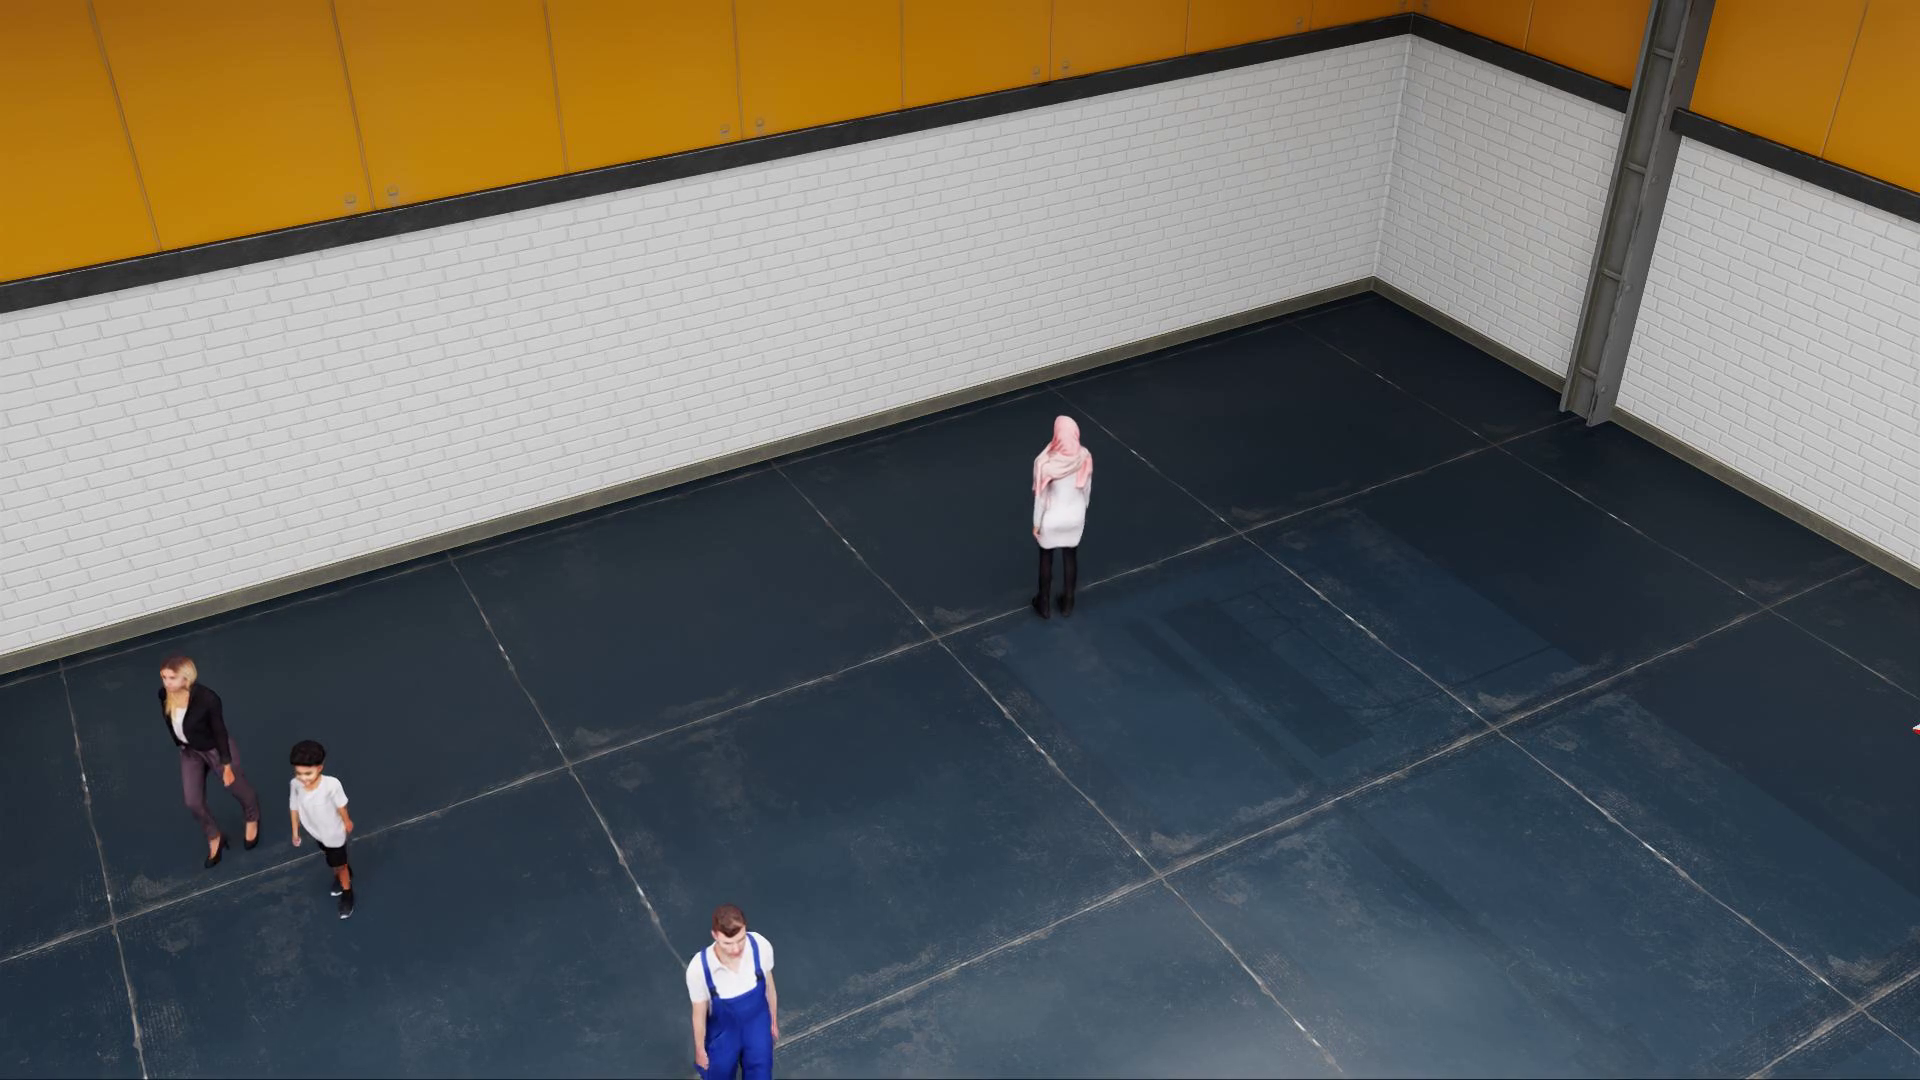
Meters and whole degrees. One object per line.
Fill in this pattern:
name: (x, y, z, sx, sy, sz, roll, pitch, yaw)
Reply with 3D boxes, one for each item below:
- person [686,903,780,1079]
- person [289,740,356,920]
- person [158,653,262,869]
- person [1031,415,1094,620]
person: (-1.202, 2.533, 8.759, 0.638, 1.834, 1.049, -17, 37, -24)
person: (-3.993, 1.729, 10.501, 0.674, 1.243, 0.746, 5, 34, 7)
person: (-4.770, 1.341, 10.713, 0.766, 1.656, 0.823, 5, 34, 7)
person: (0.806, -0.159, 12.838, 0.705, 1.802, 0.700, -8, 34, -12)
